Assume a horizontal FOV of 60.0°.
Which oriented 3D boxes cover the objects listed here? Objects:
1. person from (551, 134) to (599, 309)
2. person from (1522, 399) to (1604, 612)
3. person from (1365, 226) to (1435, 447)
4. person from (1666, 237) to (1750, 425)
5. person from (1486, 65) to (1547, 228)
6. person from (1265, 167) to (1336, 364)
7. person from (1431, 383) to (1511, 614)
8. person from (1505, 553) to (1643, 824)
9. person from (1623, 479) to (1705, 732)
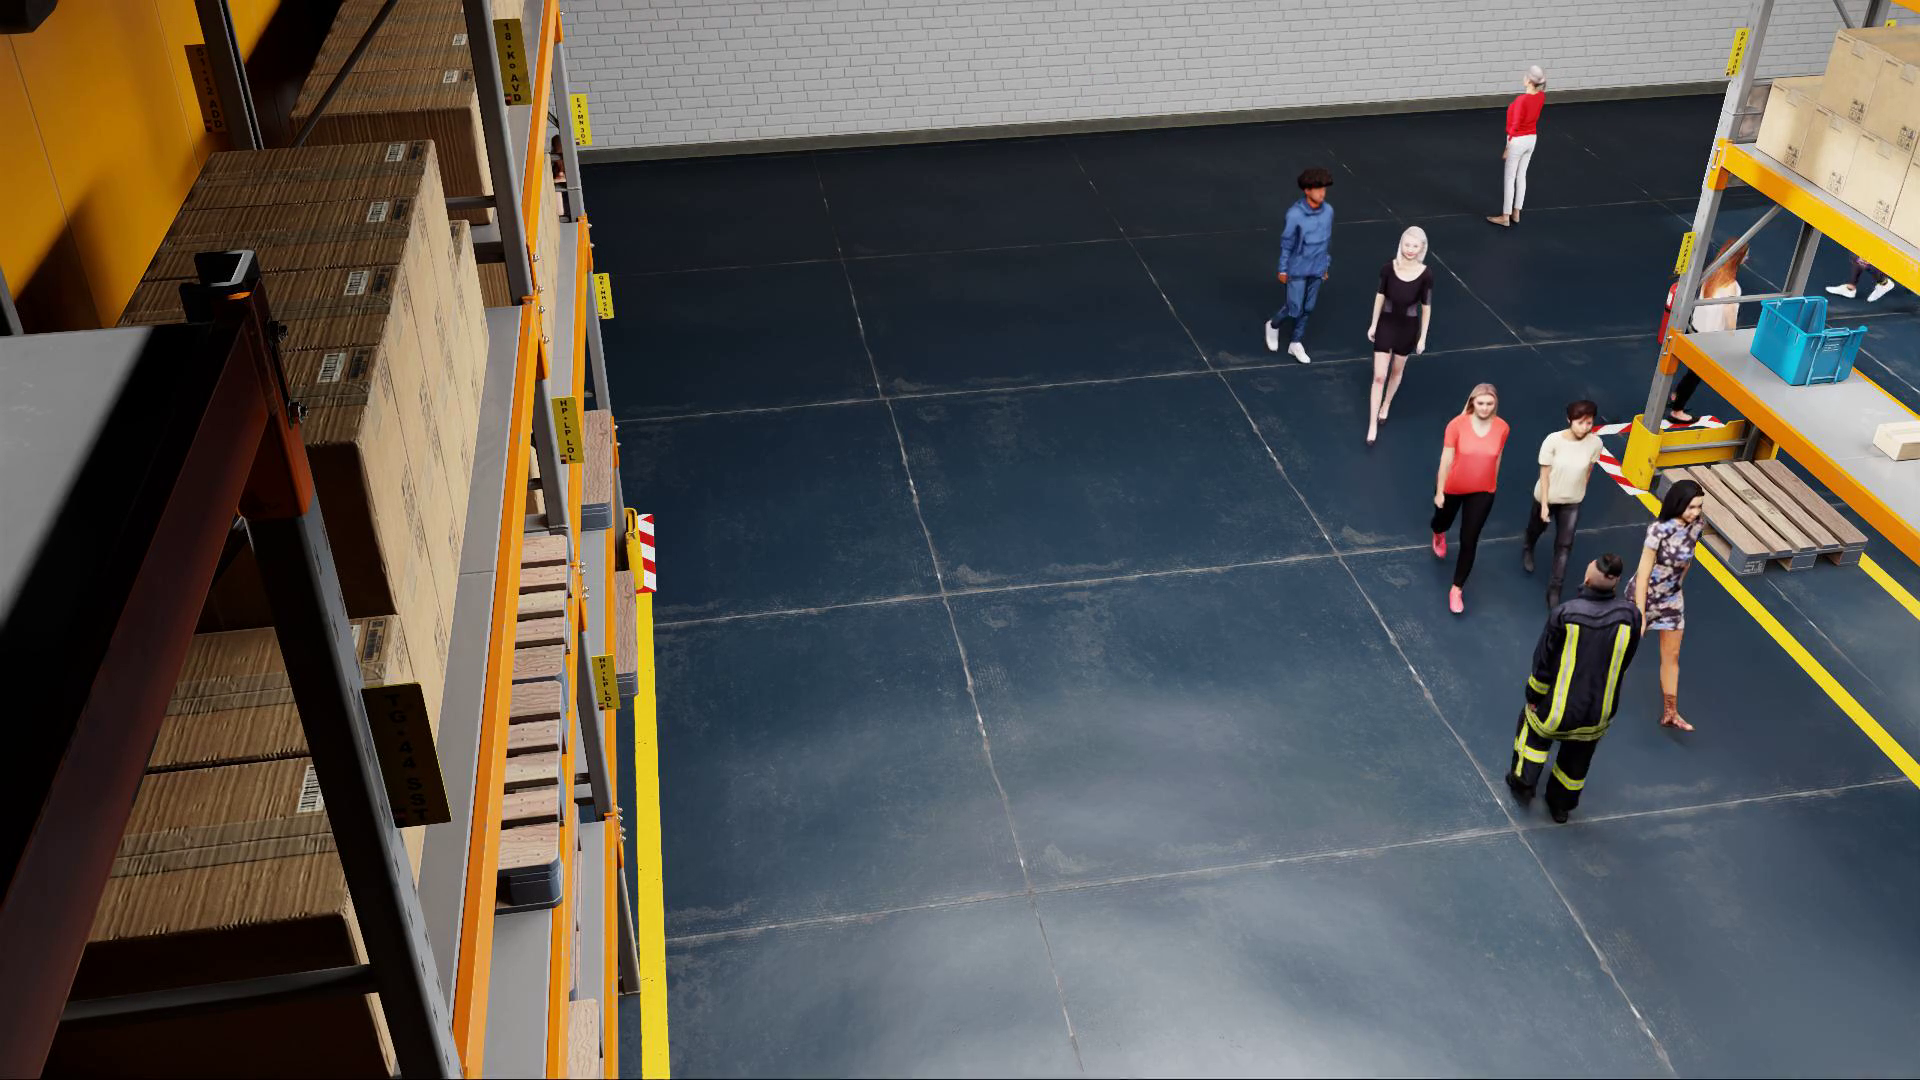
[{"bbox_3d":[-3.601,-2.928,15.480,0.717,1.748,0.607,10,35,15],"label":"person"},{"bbox_3d":[4.186,-0.320,11.735,0.773,1.550,1.036,3,34,5],"label":"person"},{"bbox_3d":[3.592,-1.735,13.635,0.889,1.804,1.095,9,35,13],"label":"person"},{"bbox_3d":[6.059,-1.689,13.654,0.699,1.705,0.592,0,34,0],"label":"person"},{"bbox_3d":[5.837,-4.102,17.295,0.638,1.694,0.659,-20,38,-27],"label":"person"},{"bbox_3d":[2.996,-2.460,14.729,0.787,1.799,0.830,-16,37,-23],"label":"person"},{"bbox_3d":[3.548,-0.383,11.728,0.835,1.663,1.189,6,34,8],"label":"person"},{"bbox_3d":[3.593,0.902,9.620,0.836,1.855,0.815,2,34,4],"label":"person"},{"bbox_3d":[4.369,0.342,10.615,0.706,1.688,1.116,-10,35,-15],"label":"person"}]
